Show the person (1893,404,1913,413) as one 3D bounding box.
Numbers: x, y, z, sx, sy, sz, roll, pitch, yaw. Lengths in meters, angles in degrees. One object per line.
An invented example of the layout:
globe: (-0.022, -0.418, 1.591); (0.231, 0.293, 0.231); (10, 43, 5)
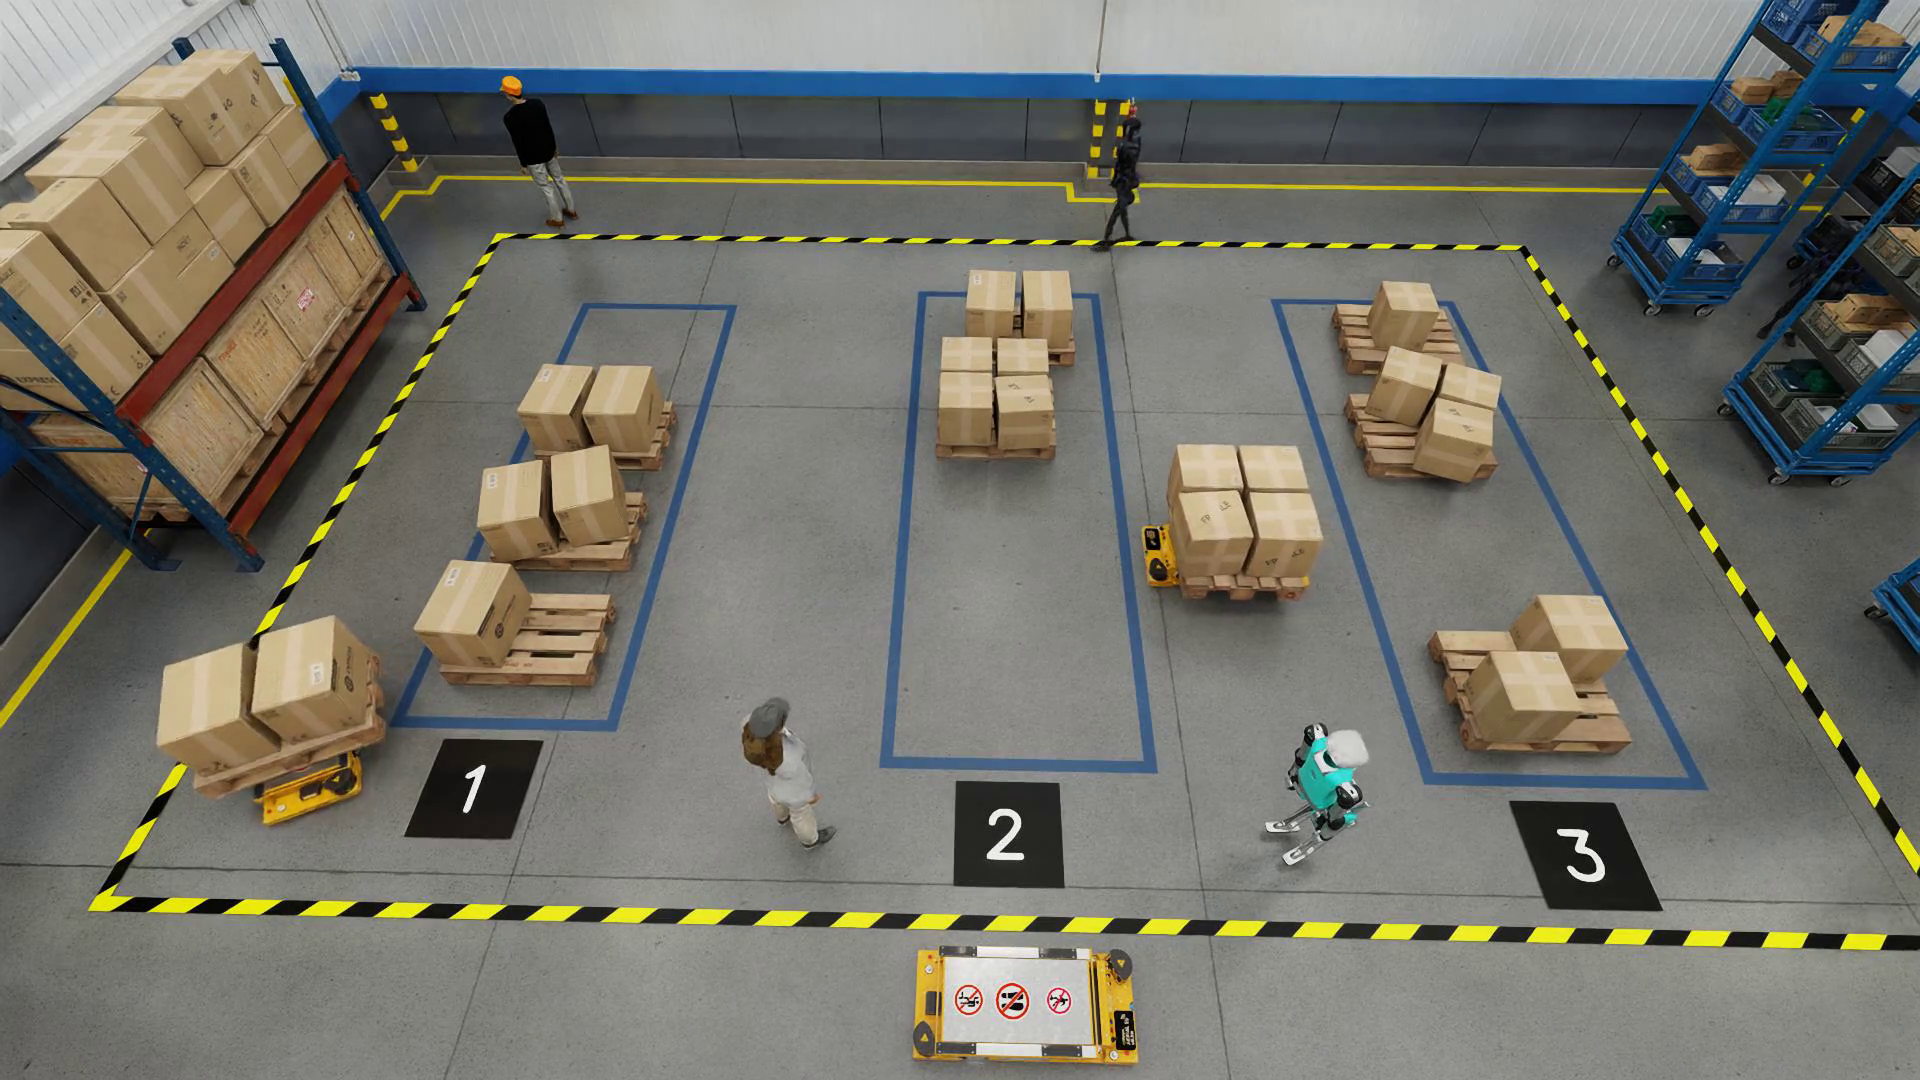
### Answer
person: (10.227, -2.091, 9.118); (0.628, 1.932, 0.379); (-5, 51, -4)

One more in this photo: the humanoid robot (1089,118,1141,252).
humanoid robot: (1.926, -4.287, 11.080); (0.656, 1.636, 0.595); (-8, 51, -6)

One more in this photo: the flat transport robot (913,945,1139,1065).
flat transport robot: (0.422, 3.041, 6.007); (1.431, 0.231, 0.659); (1, 51, 1)

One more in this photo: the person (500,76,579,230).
person: (-5.212, -4.765, 11.329); (0.368, 1.884, 0.584); (25, 55, 19)

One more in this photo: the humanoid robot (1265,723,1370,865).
humanoid robot: (2.506, 1.683, 6.081); (0.735, 1.675, 0.533); (-11, 52, -9)

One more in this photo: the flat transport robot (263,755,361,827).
flat transport robot: (-5.171, 1.480, 7.262); (0.652, 0.197, 1.431); (-20, 54, -15)

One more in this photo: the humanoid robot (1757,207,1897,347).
humanoid robot: (9.400, -2.825, 9.870); (0.599, 1.657, 0.315); (26, 55, 19)

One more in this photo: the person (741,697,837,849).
person: (-1.187, 1.604, 6.209); (0.573, 1.769, 0.396); (36, 59, 26)

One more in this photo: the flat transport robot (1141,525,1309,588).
flat transport robot: (2.414, 0.118, 8.372); (1.431, 0.197, 0.652); (1, 51, 1)
